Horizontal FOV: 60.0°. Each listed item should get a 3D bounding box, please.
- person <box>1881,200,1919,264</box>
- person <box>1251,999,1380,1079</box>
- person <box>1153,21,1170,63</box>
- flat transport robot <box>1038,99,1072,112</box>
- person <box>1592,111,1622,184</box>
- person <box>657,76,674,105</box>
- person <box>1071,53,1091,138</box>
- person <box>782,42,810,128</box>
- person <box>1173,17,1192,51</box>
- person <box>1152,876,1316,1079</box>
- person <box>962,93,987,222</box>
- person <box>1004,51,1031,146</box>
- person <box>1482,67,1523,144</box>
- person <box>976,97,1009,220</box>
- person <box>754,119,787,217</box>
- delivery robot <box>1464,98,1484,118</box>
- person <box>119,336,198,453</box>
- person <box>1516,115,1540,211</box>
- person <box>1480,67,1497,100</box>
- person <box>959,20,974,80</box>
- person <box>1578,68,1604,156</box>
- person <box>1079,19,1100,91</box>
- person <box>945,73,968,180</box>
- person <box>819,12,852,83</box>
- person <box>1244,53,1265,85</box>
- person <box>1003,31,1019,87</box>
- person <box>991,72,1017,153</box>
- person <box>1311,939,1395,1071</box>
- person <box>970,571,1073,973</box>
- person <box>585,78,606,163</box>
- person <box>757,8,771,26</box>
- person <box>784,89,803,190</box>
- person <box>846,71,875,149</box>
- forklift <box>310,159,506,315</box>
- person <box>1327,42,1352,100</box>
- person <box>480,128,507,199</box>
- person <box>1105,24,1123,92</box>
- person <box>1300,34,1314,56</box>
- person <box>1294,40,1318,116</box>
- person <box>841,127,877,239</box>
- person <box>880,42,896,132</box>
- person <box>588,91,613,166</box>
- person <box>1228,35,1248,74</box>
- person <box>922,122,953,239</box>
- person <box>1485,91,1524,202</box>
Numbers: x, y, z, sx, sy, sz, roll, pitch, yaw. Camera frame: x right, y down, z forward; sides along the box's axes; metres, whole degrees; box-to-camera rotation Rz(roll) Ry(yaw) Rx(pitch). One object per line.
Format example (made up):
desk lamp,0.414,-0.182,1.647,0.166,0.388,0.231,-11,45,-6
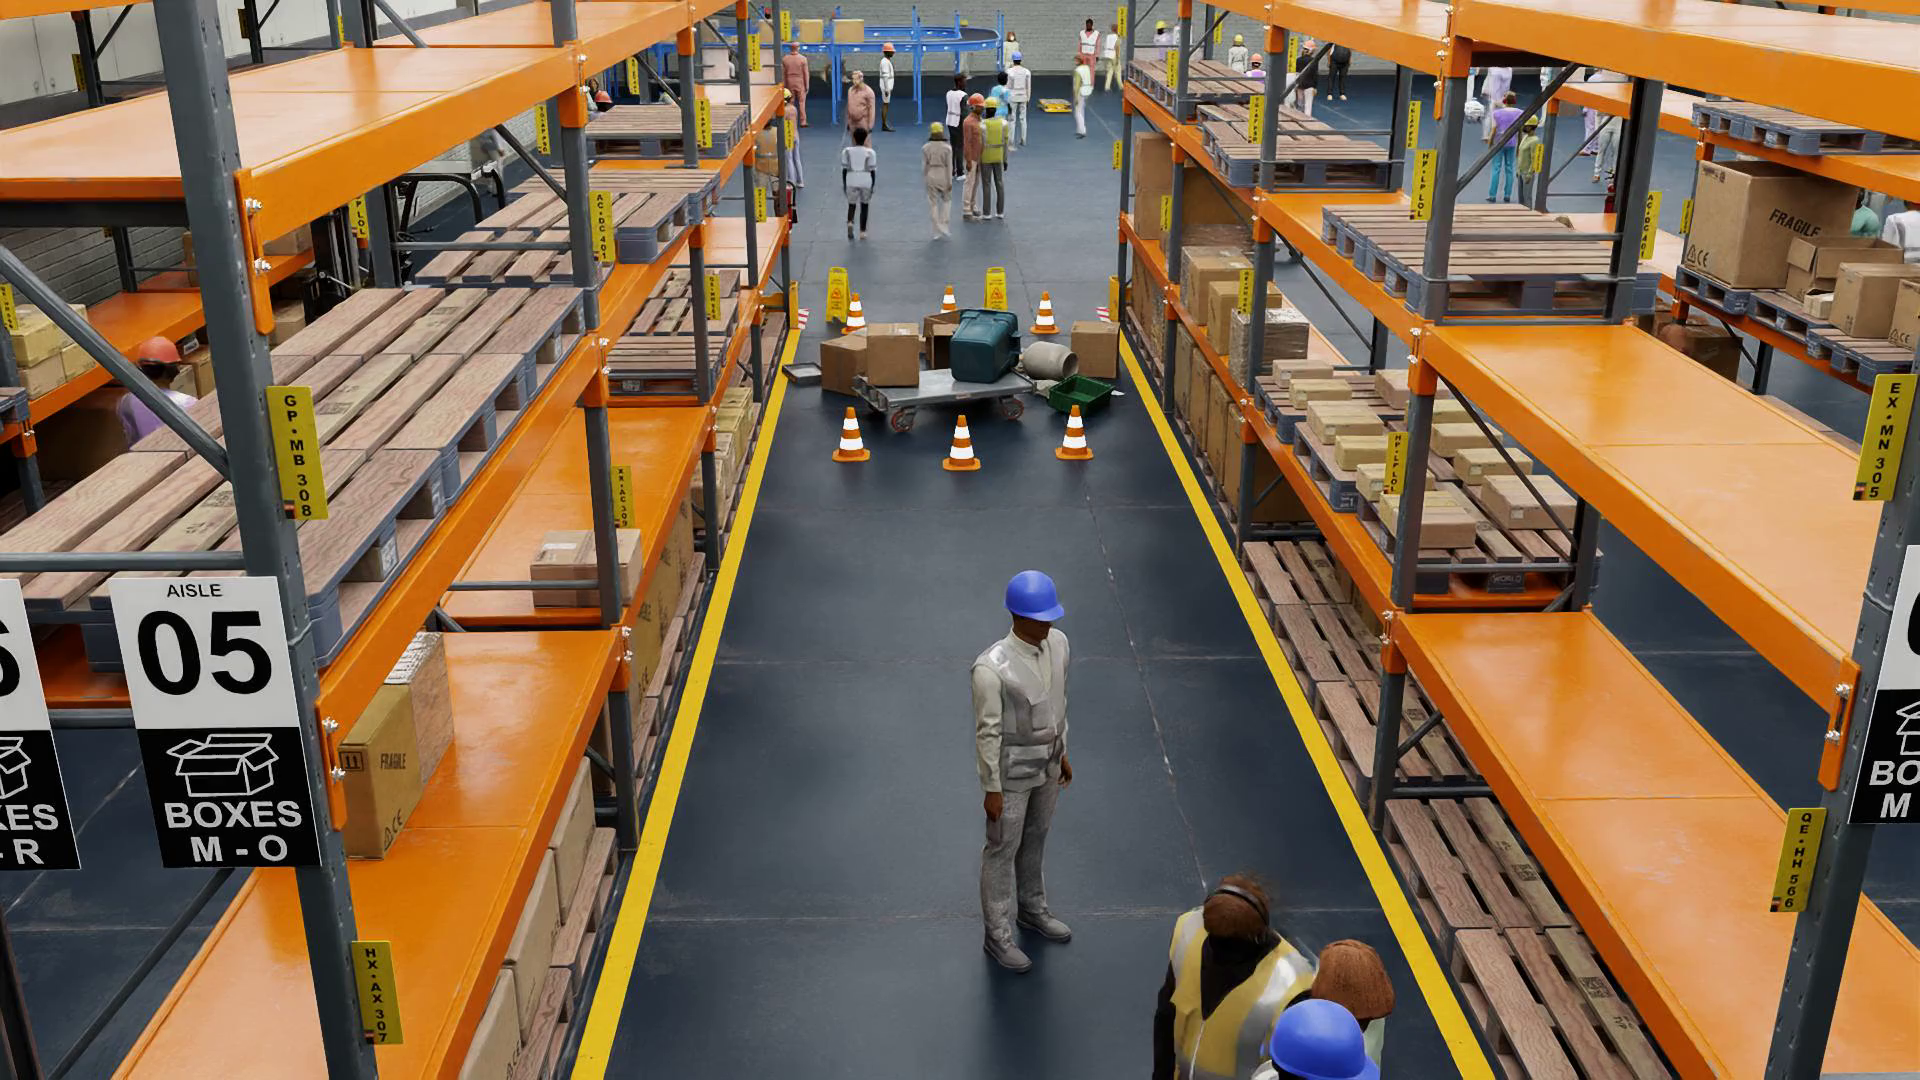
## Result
person,10.632,-3.027,18.669,0.582,1.832,0.968,0,21,0
person,0.931,2.154,4.793,0.408,1.942,0.616,3,21,8
person,5.368,-13.109,45.206,0.865,1.886,0.614,-17,27,-38
flat transport robot,2.364,-10.832,41.447,0.652,0.197,1.431,-2,21,-5
person,11.856,-7.466,30.228,0.635,1.938,0.360,8,22,21
person,-5.445,-7.670,30.908,0.429,1.839,0.634,-3,21,-9
person,2.632,-9.729,36.414,0.527,1.816,0.645,12,24,28
person,-3.744,-10.422,38.088,0.650,1.907,0.409,5,21,12
person,6.522,-14.473,48.836,0.581,1.879,0.367,-5,21,-12
person,0.953,1.899,5.707,0.958,1.785,0.642,-14,25,-32
person,0.244,-6.118,26.588,0.396,1.993,0.617,8,22,20
person,1.200,-9.289,35.060,0.600,1.940,0.421,-8,22,-20
person,11.522,-9.296,35.112,0.657,1.898,0.967,-17,26,-37
person,0.495,-6.114,26.673,0.594,1.924,0.382,-9,23,-23
person,-2.935,-5.681,25.515,0.552,1.935,0.373,-2,21,-6
delivery robot,12.074,-10.142,39.096,0.477,0.478,0.707,1,21,3
person,-5.419,-0.413,11.491,0.625,2.015,0.856,4,21,10
person,8.772,-5.708,25.824,0.315,1.769,0.525,-1,21,-3
person,14.048,-12.561,43.703,0.456,1.941,0.811,3,21,8
person,0.166,-14.334,48.700,0.754,1.712,0.499,-14,25,-32
person,12.851,-8.752,33.674,0.646,1.908,0.408,-11,23,-27
person,3.567,-13.431,46.033,0.588,1.914,0.392,8,22,20
person,-0.052,-7.615,30.656,0.396,1.917,0.590,-14,25,-32
person,-3.614,-14.170,47.857,0.908,2.013,0.609,-12,24,-29
person,6.106,-9.111,34.579,0.551,1.936,0.356,-5,21,-12
person,1.377,-13.008,45.299,0.500,1.636,0.280,-9,23,-23
person,0.815,-8.662,33.792,0.882,1.652,0.545,-13,24,-31
person,1.244,2.038,5.535,0.285,1.633,0.500,8,22,21
person,0.302,1.047,7.716,0.388,1.948,0.605,17,26,37
person,-7.161,-8.252,32.718,0.515,1.645,0.309,-2,21,-5
person,-5.639,-14.542,48.788,0.615,2.042,0.375,-1,21,-2
person,-3.062,-7.139,29.625,0.362,1.758,0.525,11,24,28
person,-1.896,-7.842,31.272,0.651,1.904,0.403,16,26,37
forklift,-5.622,-2.910,17.832,2.313,2.155,1.214,-1,21,-1
person,9.975,-12.595,43.644,0.689,2.000,0.539,-3,21,-7
person,-8.077,-6.795,28.699,0.404,1.800,0.721,-11,24,-28
person,4.300,-13.208,45.594,0.777,1.801,0.608,-14,25,-32
person,9.939,-14.084,47.710,0.388,1.947,0.614,9,22,22
person,7.756,-10.162,37.281,0.392,1.991,0.613,-19,28,-41
person,-1.523,-5.317,24.928,0.541,1.672,0.579,3,21,7
person,-1.620,-10.196,37.446,0.377,1.938,0.547,0,21,1
person,-5.860,-6.404,27.429,0.548,1.934,0.374,16,26,37
person,7.078,-12.001,42.489,0.493,1.742,0.304,-1,21,-2
person,-0.332,-5.443,25.175,0.482,1.721,0.459,4,21,11
person,9.268,-6.687,28.299,0.570,1.844,0.377,-1,21,-2
